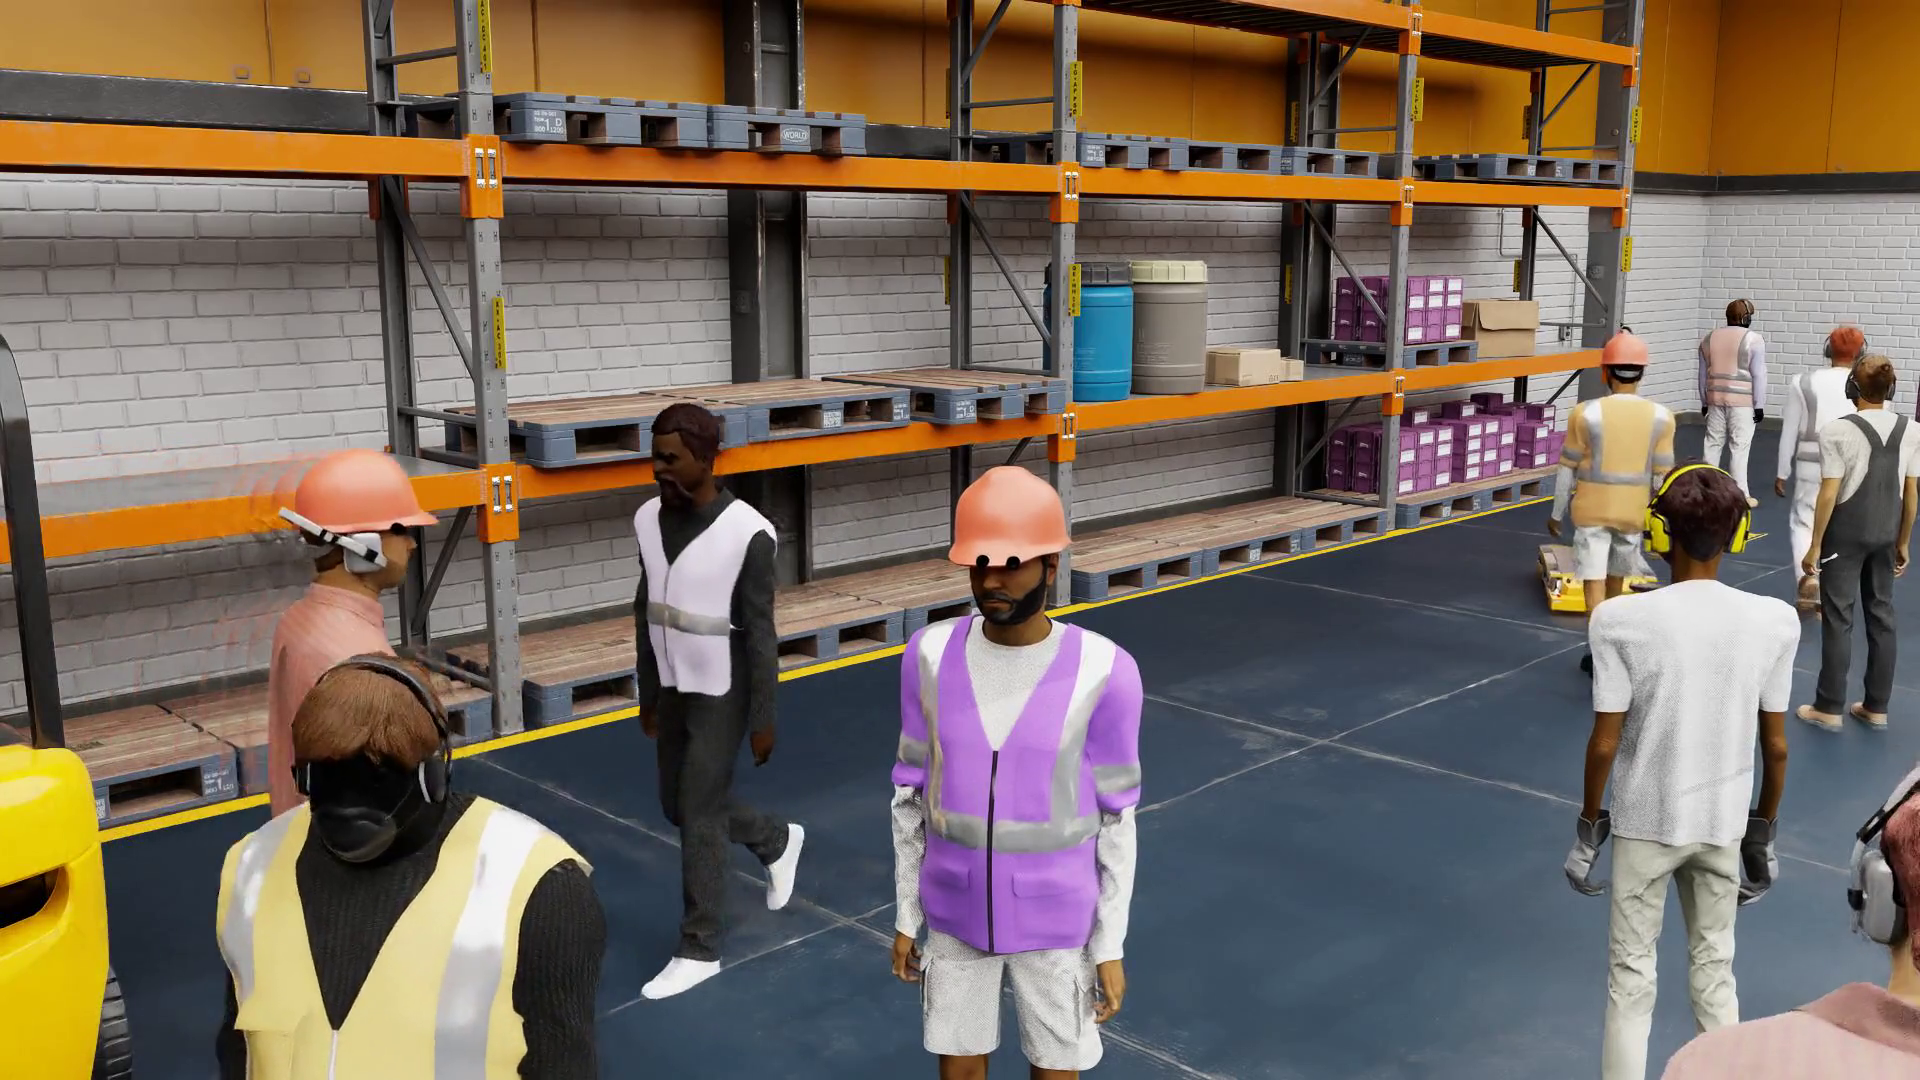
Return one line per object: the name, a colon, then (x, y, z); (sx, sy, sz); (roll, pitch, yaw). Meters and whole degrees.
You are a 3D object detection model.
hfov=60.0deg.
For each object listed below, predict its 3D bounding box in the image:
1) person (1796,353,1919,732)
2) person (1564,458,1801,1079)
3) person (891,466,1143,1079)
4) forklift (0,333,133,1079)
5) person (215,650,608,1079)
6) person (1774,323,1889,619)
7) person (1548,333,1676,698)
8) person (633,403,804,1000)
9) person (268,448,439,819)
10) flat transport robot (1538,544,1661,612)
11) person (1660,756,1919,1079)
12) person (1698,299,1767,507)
person: (4.368, 0.018, 8.082); (0.517, 1.843, 0.326); (-1, 10, -4)
person: (1.776, 0.727, 4.137); (0.513, 1.875, 0.328); (0, 10, 2)
person: (0.104, 0.802, 3.549); (0.543, 1.939, 0.362); (3, 11, 17)
forklift: (-3.289, 0.485, 4.582); (1.214, 2.155, 2.313); (-10, 14, -44)
person: (-0.836, 1.035, 2.602); (0.637, 1.820, 0.619); (2, 11, 11)
person: (5.392, -0.401, 10.299); (0.601, 1.870, 0.600); (4, 11, 21)
person: (3.421, -0.135, 8.746); (0.546, 1.904, 0.864); (0, 10, 2)
person: (-0.785, 0.483, 5.443); (0.586, 1.896, 0.736); (9, 14, 41)
person: (-1.403, 0.758, 3.778); (1.029, 1.951, 0.623); (-7, 13, -35)
flat transport robot: (4.252, 0.249, 11.118); (0.652, 0.197, 1.431); (3, 11, 15)
person: (1.139, 1.131, 1.953); (0.648, 1.874, 0.847); (6, 12, 29)
person: (6.885, -1.215, 14.814); (0.429, 1.845, 0.621); (-7, 12, -32)
